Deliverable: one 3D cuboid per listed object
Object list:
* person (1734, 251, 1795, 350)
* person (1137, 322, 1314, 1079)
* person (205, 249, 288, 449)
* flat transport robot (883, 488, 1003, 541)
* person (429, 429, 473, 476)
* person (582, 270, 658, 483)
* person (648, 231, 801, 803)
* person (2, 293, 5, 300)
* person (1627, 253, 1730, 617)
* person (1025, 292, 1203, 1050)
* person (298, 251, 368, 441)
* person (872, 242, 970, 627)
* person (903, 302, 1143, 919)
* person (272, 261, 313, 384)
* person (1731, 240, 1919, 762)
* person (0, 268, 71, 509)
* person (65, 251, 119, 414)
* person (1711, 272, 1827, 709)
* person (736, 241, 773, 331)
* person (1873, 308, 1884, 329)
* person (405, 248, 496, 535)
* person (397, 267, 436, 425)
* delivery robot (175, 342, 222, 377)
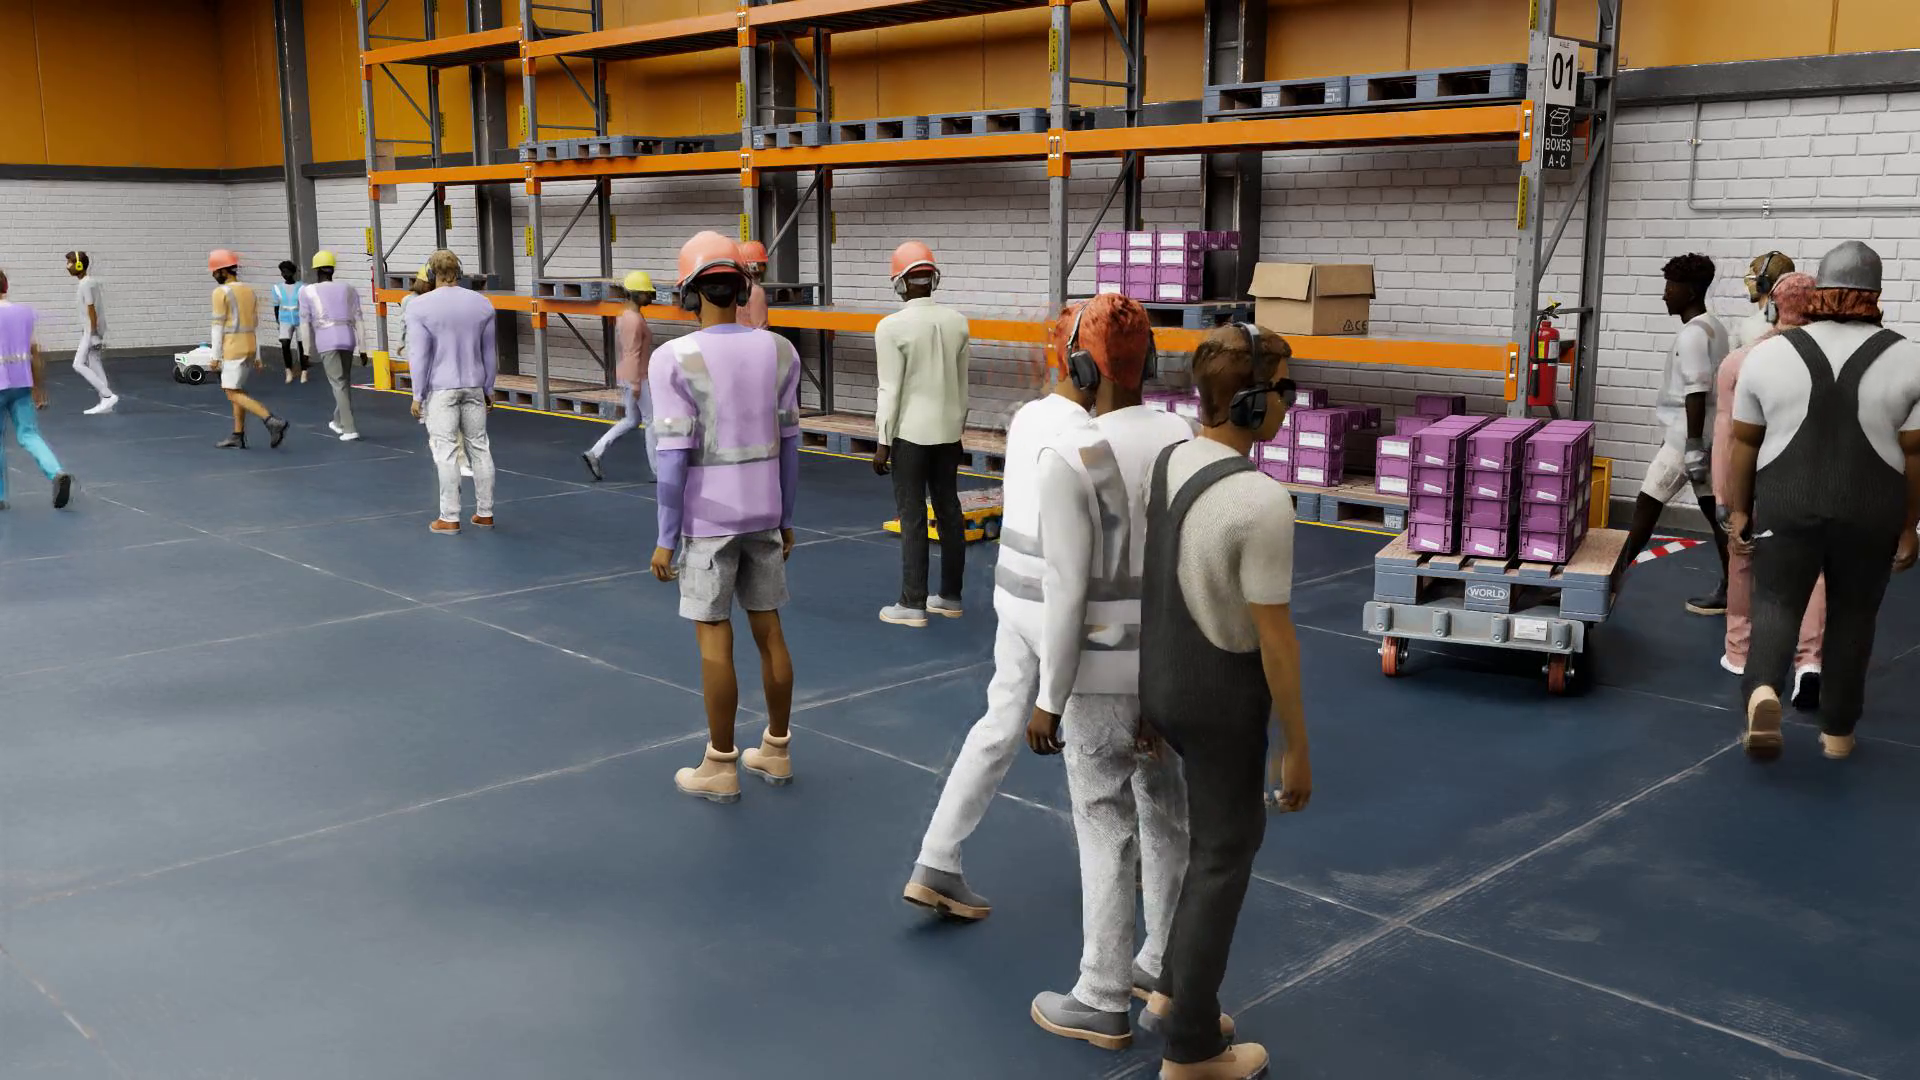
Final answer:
[{"bbox_3d":[4.311,-0.570,8.929,0.629,1.940,0.378,-9,14,-41],"label":"person"},{"bbox_3d":[0.633,0.409,3.892,0.426,1.826,0.536,-4,11,-22],"label":"person"},{"bbox_3d":[-6.695,-1.764,15.557,0.774,1.906,0.539,2,11,9],"label":"person"},{"bbox_3d":[0.217,-0.201,11.467,1.431,0.197,0.652,-10,14,-44],"label":"flat transport robot"},{"bbox_3d":[-4.338,-1.357,14.141,0.680,1.615,0.506,7,12,32],"label":"person"},{"bbox_3d":[-2.675,-1.316,13.512,0.753,1.742,0.522,-3,11,-17],"label":"person"},{"bbox_3d":[-0.854,-0.075,5.973,0.609,2.034,0.404,-9,14,-41],"label":"person"},{"bbox_3d":[-13.902,-3.135,23.784,0.369,1.616,0.523,6,12,29],"label":"person"},{"bbox_3d":[3.801,-0.562,8.911,0.979,1.913,0.626,8,13,37],"label":"person"},{"bbox_3d":[0.395,0.331,4.163,0.575,1.885,0.361,-9,14,-41],"label":"person"},{"bbox_3d":[-6.241,-1.930,16.565,0.594,1.865,0.968,-10,14,-43],"label":"person"},{"bbox_3d":[-0.213,-0.544,8.663,0.613,1.985,0.402,-9,14,-41],"label":"person"},{"bbox_3d":[0.231,0.222,4.916,0.959,1.839,0.596,-5,11,-25],"label":"person"},{"bbox_3d":[-9.070,-2.952,22.643,0.547,1.674,0.561,-2,11,-13],"label":"person"},{"bbox_3d":[3.277,-0.138,6.296,0.691,2.000,0.766,6,12,30],"label":"person"},{"bbox_3d":[-6.954,-1.104,12.180,0.794,1.822,0.573,5,11,25],"label":"person"},{"bbox_3d":[-9.848,-2.331,18.803,0.403,1.843,0.511,-3,11,-18],"label":"person"},{"bbox_3d":[3.629,-0.232,7.284,0.639,1.870,0.920,4,11,19],"label":"person"},{"bbox_3d":[-1.820,-1.569,14.286,0.563,1.979,0.618,-5,11,-25],"label":"person"},{"bbox_3d":[4.121,-0.269,7.853,0.570,1.723,0.462,3,11,17],"label":"person"},{"bbox_3d":[-3.440,-1.000,11.295,0.629,1.934,0.378,-9,14,-41],"label":"person"},{"bbox_3d":[-5.817,-2.132,18.119,0.505,1.688,0.915,-1,10,-5],"label":"person"},{"bbox_3d":[-10.334,-2.461,22.765,0.707,0.478,0.477,-10,15,-44],"label":"delivery robot"}]
